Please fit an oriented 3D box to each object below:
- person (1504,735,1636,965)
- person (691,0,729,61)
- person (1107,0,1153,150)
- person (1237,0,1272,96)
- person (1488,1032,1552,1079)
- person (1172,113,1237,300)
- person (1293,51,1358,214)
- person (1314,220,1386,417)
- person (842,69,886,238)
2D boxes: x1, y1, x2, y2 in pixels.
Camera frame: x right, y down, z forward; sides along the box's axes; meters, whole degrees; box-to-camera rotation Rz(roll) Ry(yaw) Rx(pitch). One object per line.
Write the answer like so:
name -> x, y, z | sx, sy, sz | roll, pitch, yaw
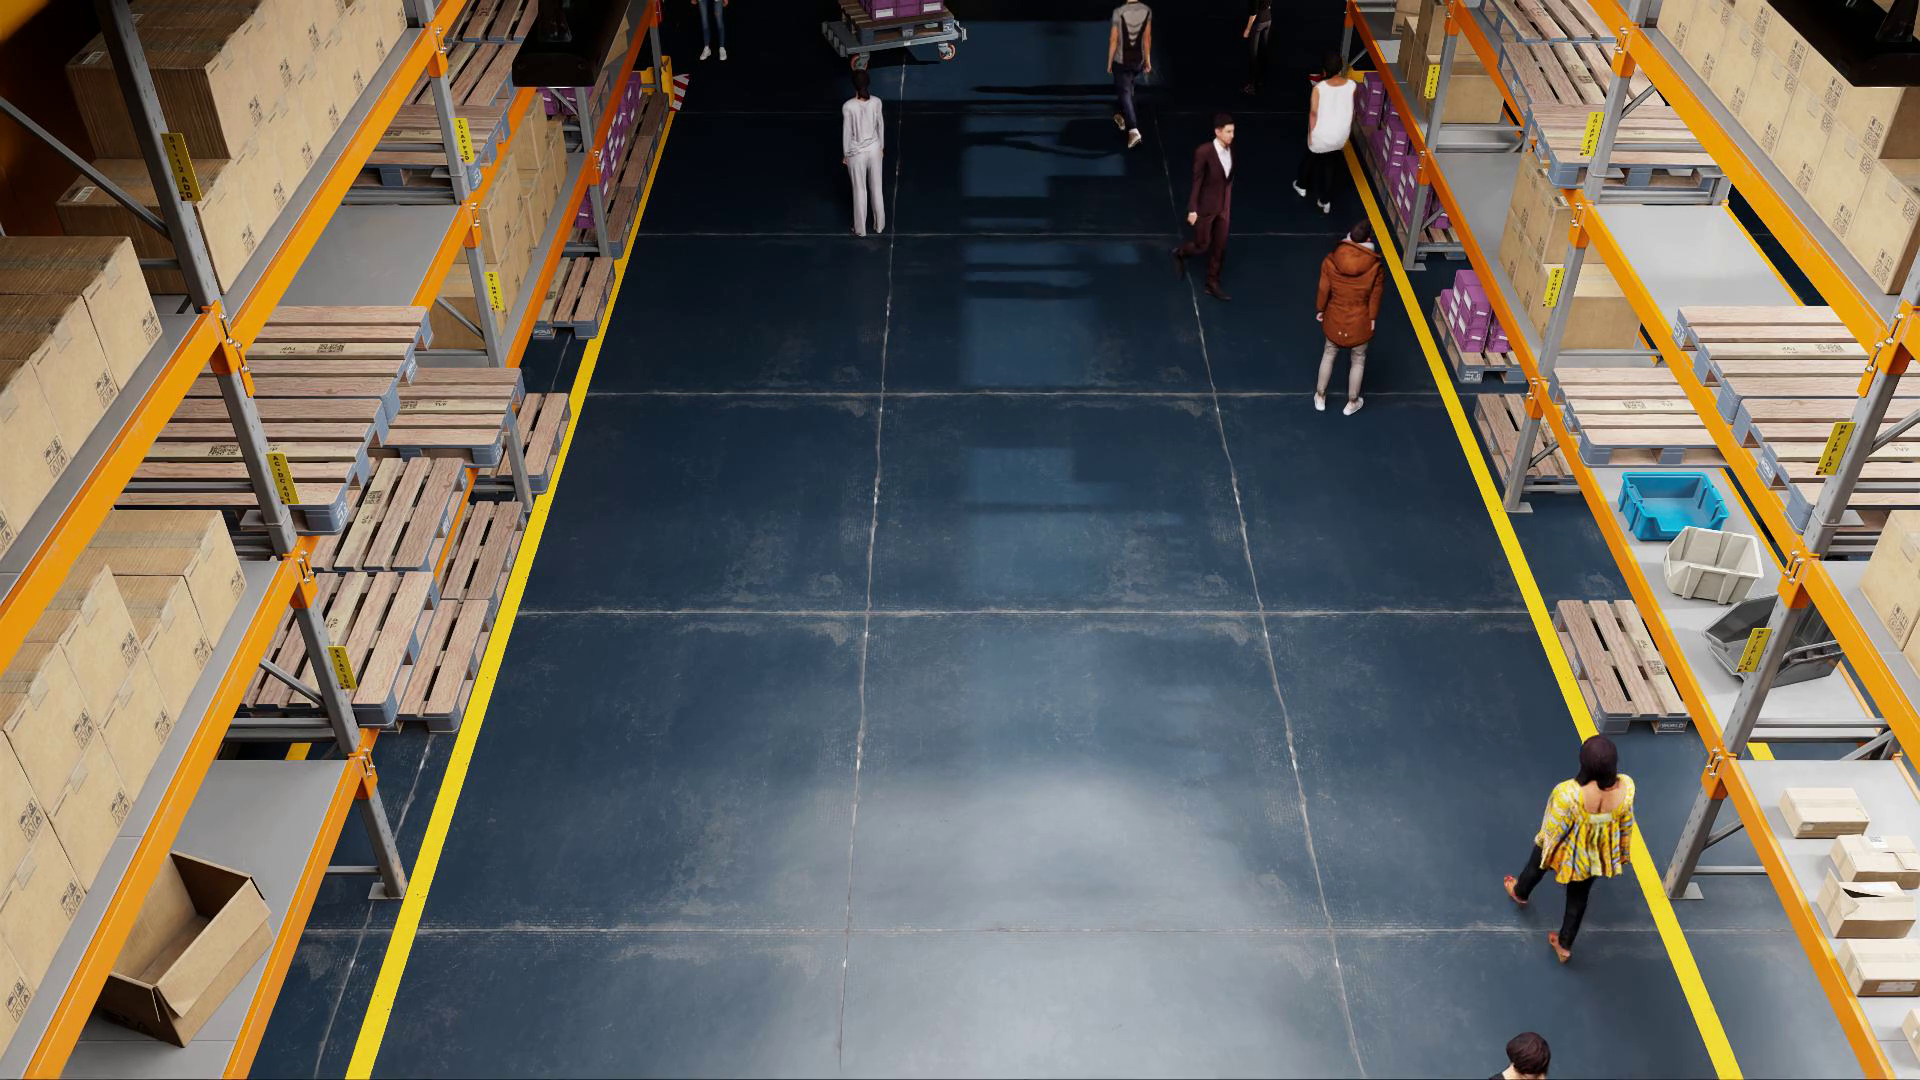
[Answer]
person -> 3.628, 1.860, 9.723 | 0.750, 1.628, 0.914 | -3, 39, -3
person -> -3.084, -6.739, 20.484 | 0.628, 1.636, 0.549 | 2, 39, 3
person -> 1.904, -5.291, 18.491 | 0.881, 1.860, 1.279 | -11, 40, -13
person -> 3.541, -6.113, 19.695 | 0.717, 1.641, 0.649 | 30, 47, 32
person -> 2.722, 2.980, 8.381 | 0.627, 1.552, 0.668 | -26, 45, -29
person -> 2.349, -3.218, 15.905 | 1.007, 1.847, 1.119 | -24, 45, -27
person -> 3.835, -4.203, 17.287 | 0.702, 1.662, 0.905 | -4, 39, -5
person -> 3.332, -1.902, 14.264 | 0.824, 1.838, 0.842 | 16, 41, 20
person -> -0.963, -3.918, 16.840 | 0.659, 1.774, 0.645 | -13, 40, -15
